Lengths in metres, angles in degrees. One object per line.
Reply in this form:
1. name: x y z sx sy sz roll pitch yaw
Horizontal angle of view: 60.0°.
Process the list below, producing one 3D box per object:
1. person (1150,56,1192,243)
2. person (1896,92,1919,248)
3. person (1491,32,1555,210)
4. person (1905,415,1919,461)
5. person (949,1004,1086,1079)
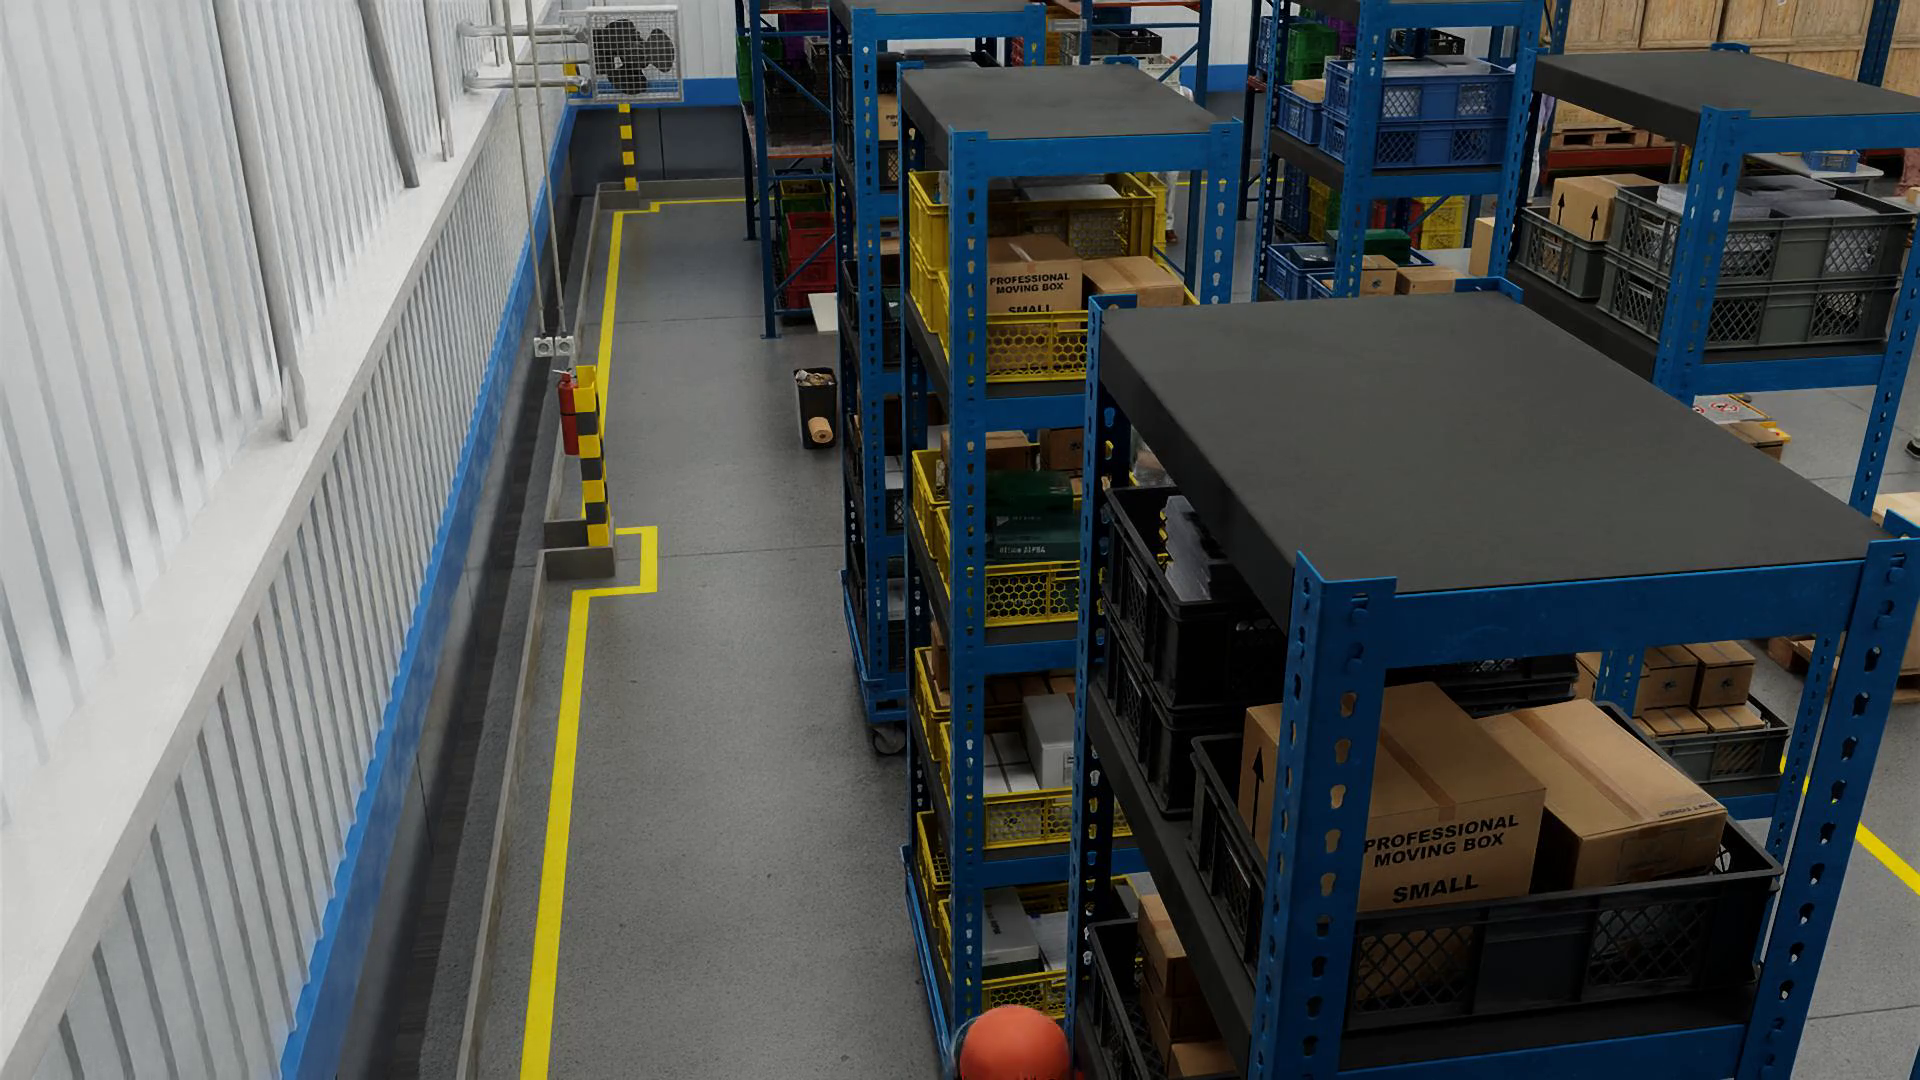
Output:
1. person: 2.081 -3.979 16.999 0.572 1.884 0.353 -5 25 -10
2. person: 9.816 -3.929 16.884 0.399 1.900 0.634 9 26 19
3. person: 6.184 -4.569 18.219 0.630 1.940 0.372 -7 26 -15
4. person: 6.979 -1.405 11.480 0.592 1.823 0.404 11 27 22
5. person: 0.111 1.903 4.113 0.421 1.982 0.666 4 25 9
